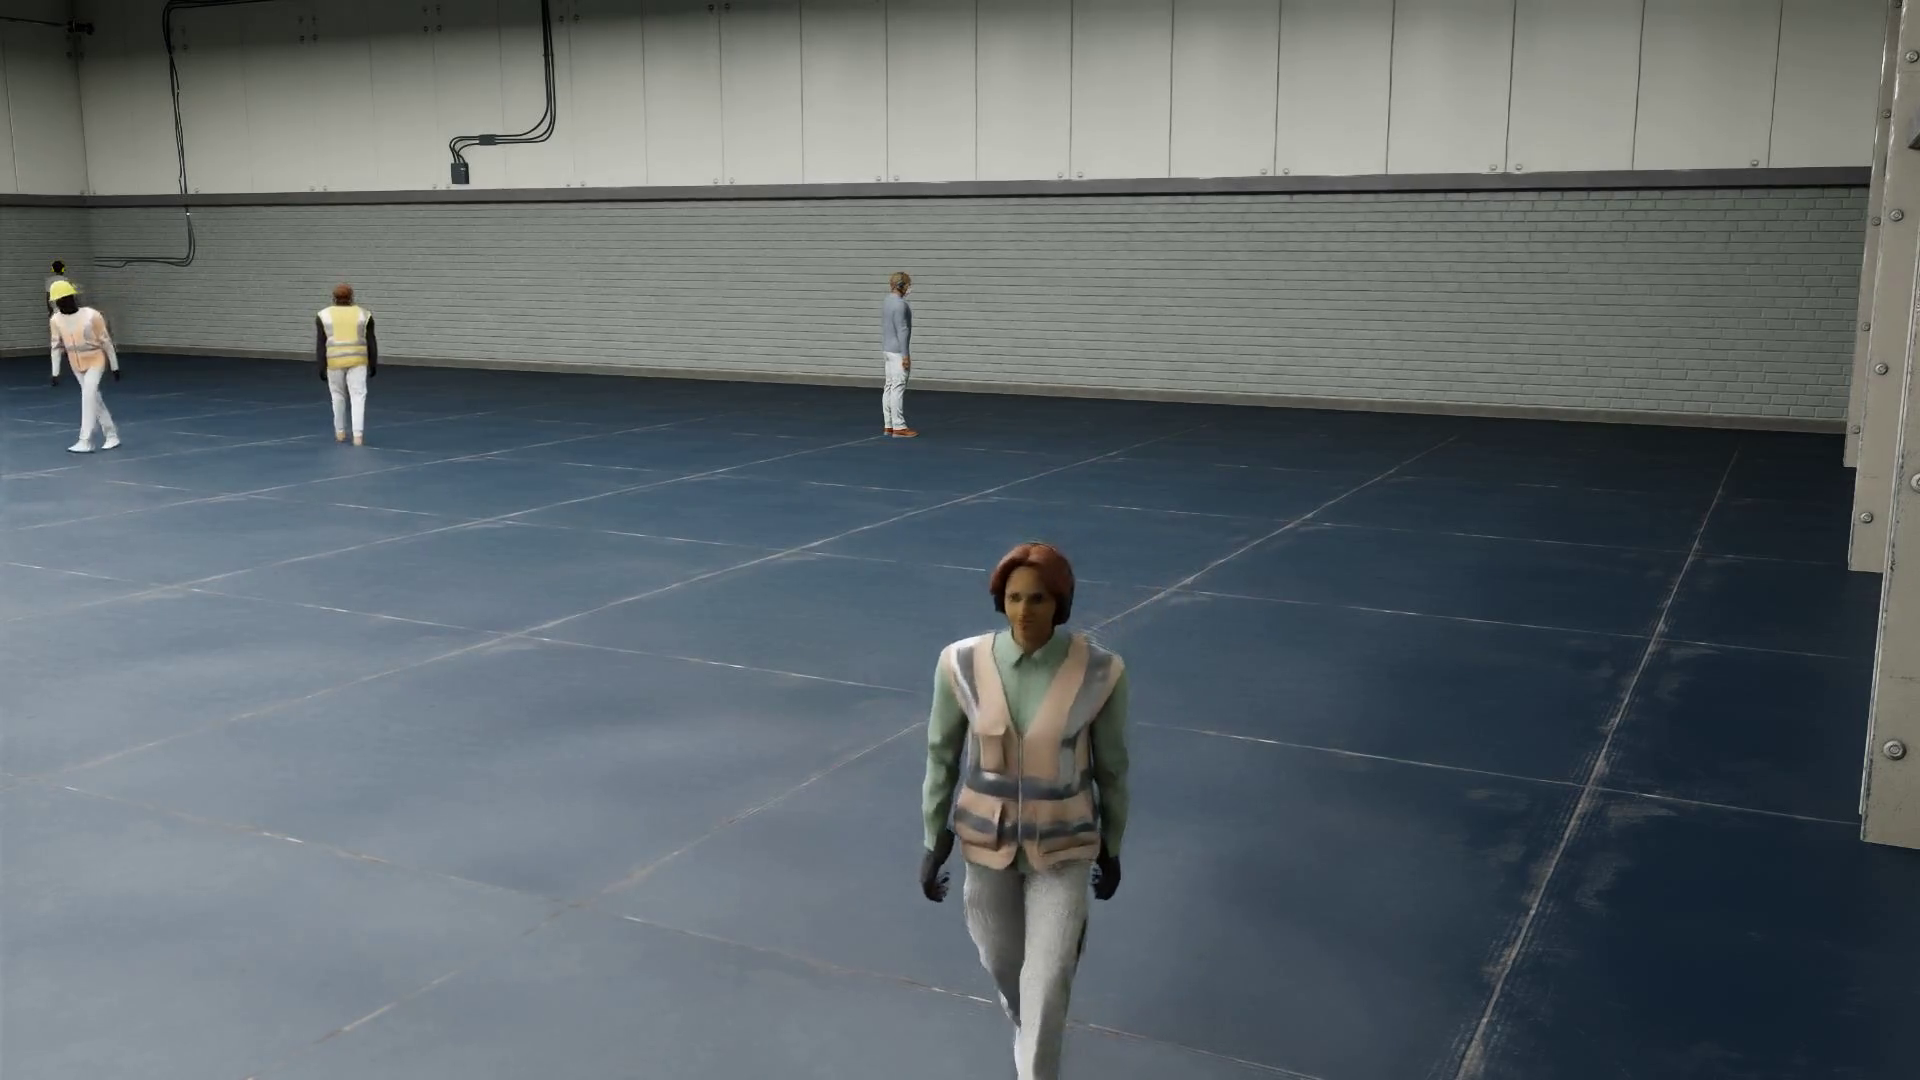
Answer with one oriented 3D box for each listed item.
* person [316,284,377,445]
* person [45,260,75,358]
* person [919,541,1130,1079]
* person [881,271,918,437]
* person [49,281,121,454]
[{"bbox_3d":[-6.967,-1.999,18.920,0.651,1.791,0.955,-4,11,-22],"label":"person"},{"bbox_3d":[-17.201,-4.411,31.864,0.538,1.869,0.312,-2,11,-12],"label":"person"},{"bbox_3d":[0.180,0.776,4.302,0.518,1.609,0.811,3,11,13],"label":"person"},{"bbox_3d":[-0.726,-2.172,19.464,0.370,1.941,0.627,-4,11,-20],"label":"person"},{"bbox_3d":[-9.525,-1.870,18.039,0.599,1.852,0.916,2,11,12],"label":"person"}]
